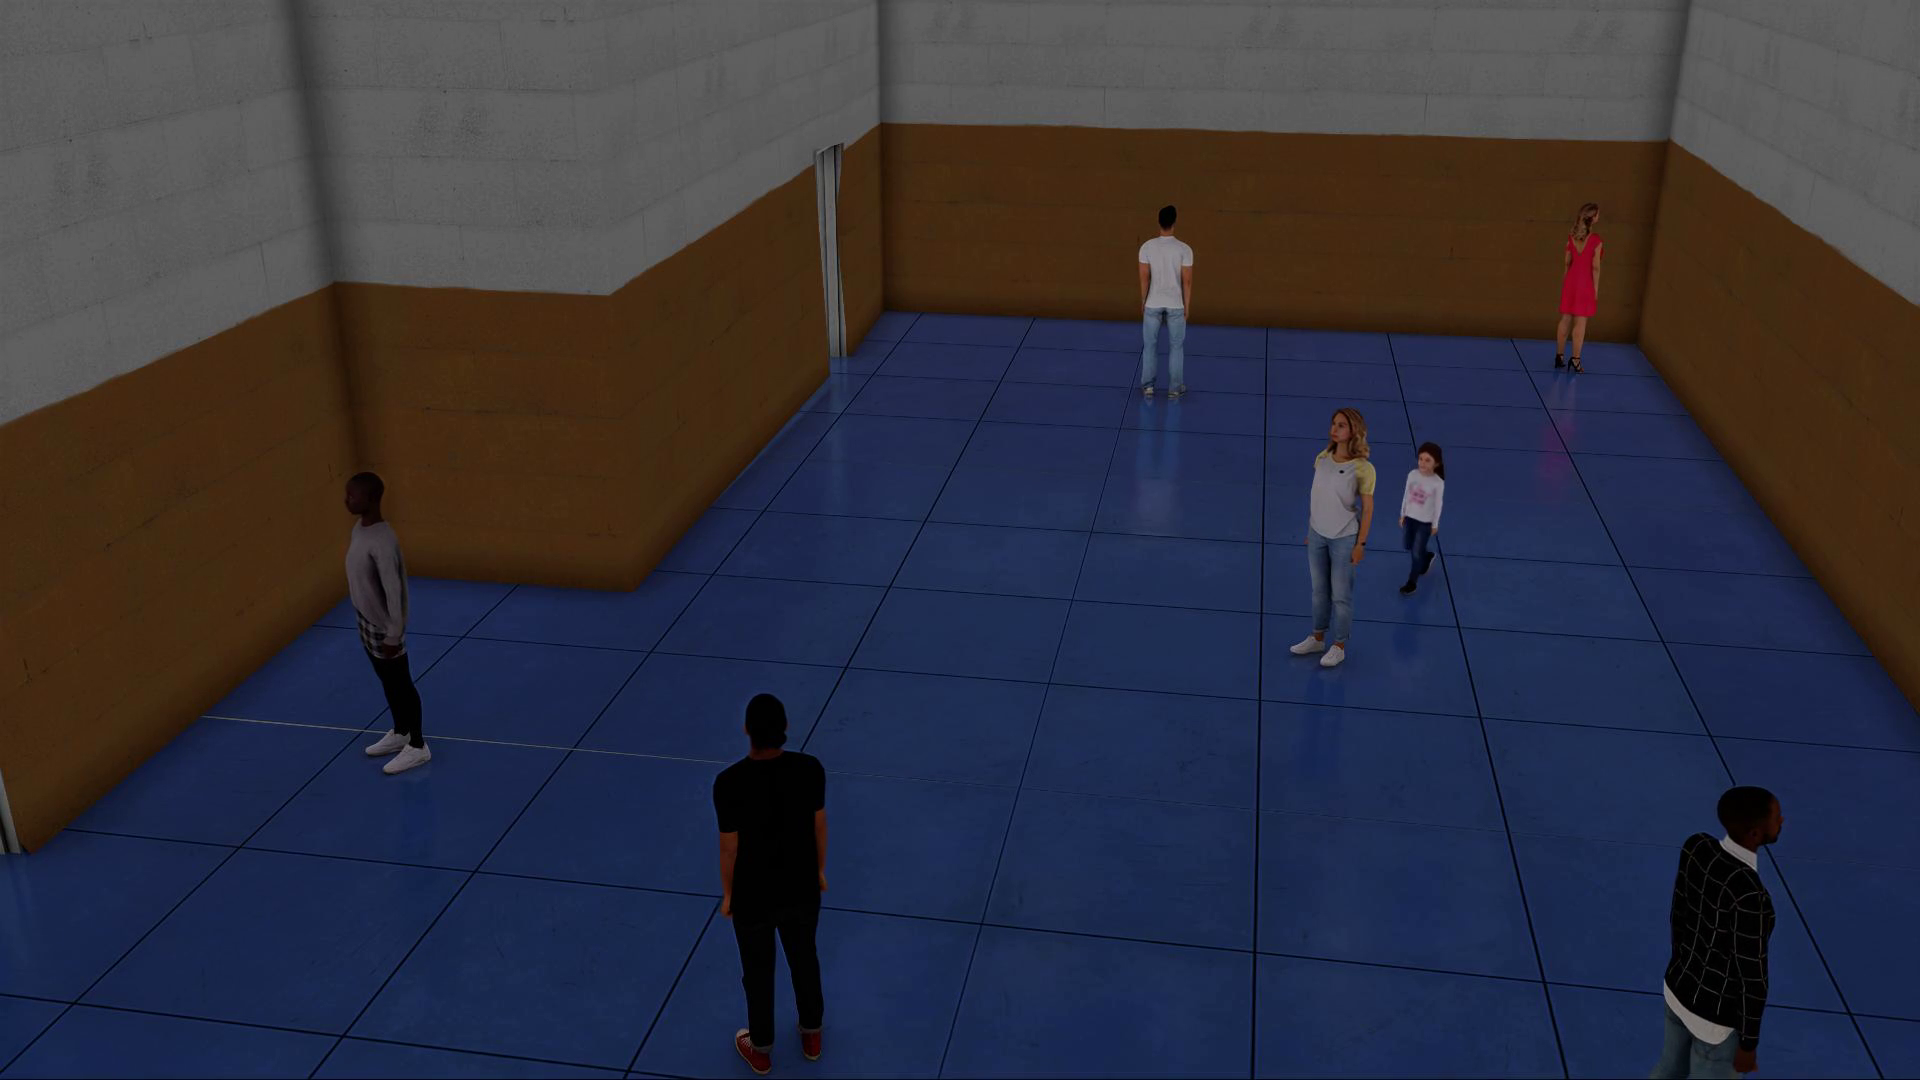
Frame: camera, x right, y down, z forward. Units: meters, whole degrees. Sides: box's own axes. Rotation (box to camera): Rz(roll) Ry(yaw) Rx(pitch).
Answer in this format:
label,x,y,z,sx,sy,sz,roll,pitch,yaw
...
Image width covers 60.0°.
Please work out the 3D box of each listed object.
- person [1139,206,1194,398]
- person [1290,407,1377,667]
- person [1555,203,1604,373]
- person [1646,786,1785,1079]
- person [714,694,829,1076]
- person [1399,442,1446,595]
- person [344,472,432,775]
label,x,y,z,sx,sy,sz,roll,pitch,yaw
person,1.993,-2.312,16.155,0.512,1.867,0.740,5,22,13
person,2.410,-0.026,10.638,0.768,1.723,0.694,-16,27,-35
person,6.343,-2.596,17.047,0.714,1.728,0.663,-13,25,-29
person,2.778,1.715,6.194,0.669,1.821,0.721,-3,22,-7
person,-0.776,1.438,6.968,0.693,1.759,0.787,-9,24,-22
person,3.311,-0.181,11.879,0.743,1.101,0.711,-18,28,-38
person,-3.246,0.455,9.397,0.748,1.771,0.677,-16,27,-35
